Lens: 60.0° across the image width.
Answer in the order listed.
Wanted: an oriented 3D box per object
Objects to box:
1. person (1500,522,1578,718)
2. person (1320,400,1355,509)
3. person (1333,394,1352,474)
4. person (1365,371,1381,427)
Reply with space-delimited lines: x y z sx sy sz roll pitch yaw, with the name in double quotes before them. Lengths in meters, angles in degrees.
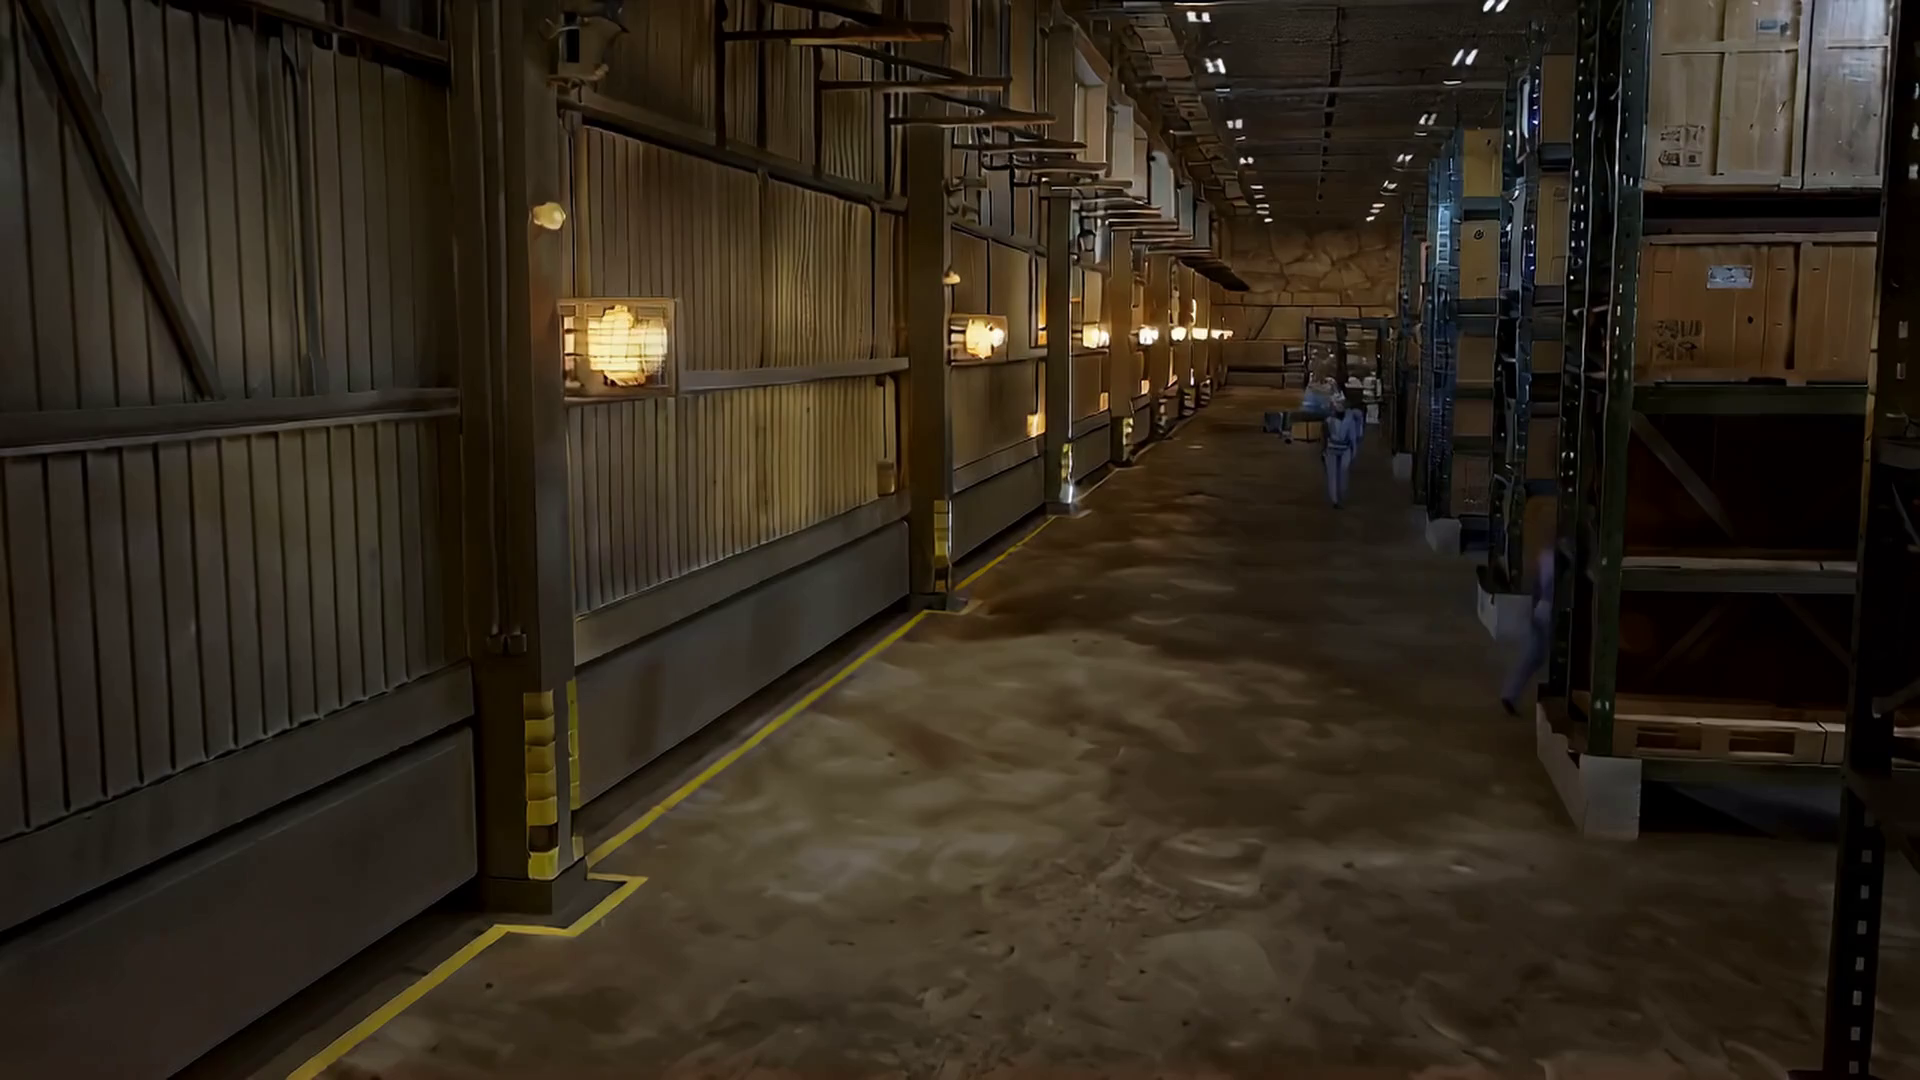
"person" 4.723 0.644 13.283 0.763 1.610 0.517 -3 8 -21
"person" 6.674 -1.530 29.436 0.614 1.925 0.676 1 7 6
"person" 8.352 -2.329 36.510 0.565 1.750 0.341 -5 9 -37
"person" 13.574 -4.644 54.713 0.404 1.837 0.595 7 10 43
